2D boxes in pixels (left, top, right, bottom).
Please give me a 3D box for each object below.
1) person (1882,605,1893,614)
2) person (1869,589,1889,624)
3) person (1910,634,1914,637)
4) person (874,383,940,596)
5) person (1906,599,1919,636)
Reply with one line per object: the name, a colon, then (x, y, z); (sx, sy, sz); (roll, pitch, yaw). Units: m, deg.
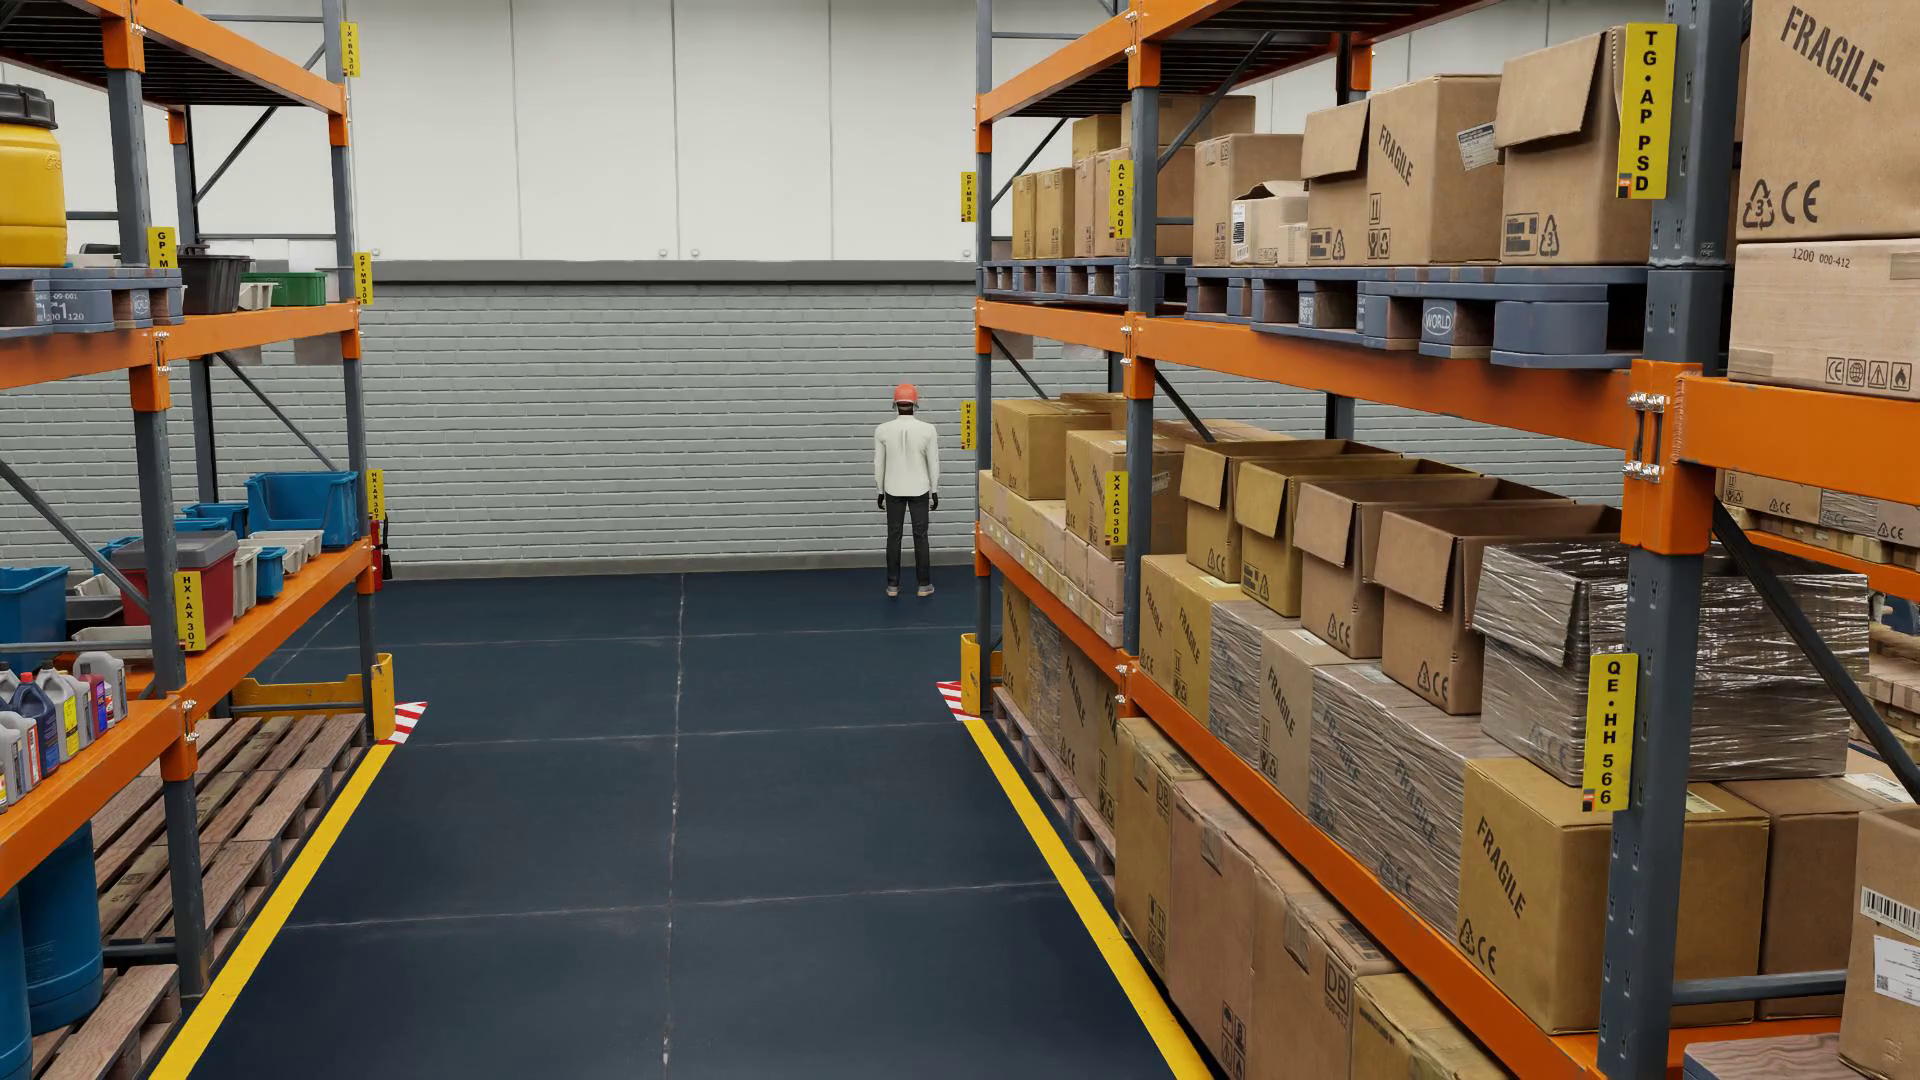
person: (8.146, -0.274, 14.796); (0.429, 1.842, 0.634); (2, 9, 14)
person: (6.101, 0.296, 11.245); (0.510, 1.860, 0.334); (-5, 10, -27)
person: (7.824, -0.043, 13.184); (0.637, 1.912, 0.566); (0, 9, 0)
person: (-0.490, -0.465, 15.501); (0.611, 1.997, 0.375); (1, 9, 4)
person: (7.482, 0.103, 12.576); (0.707, 1.817, 0.441); (8, 12, 40)
